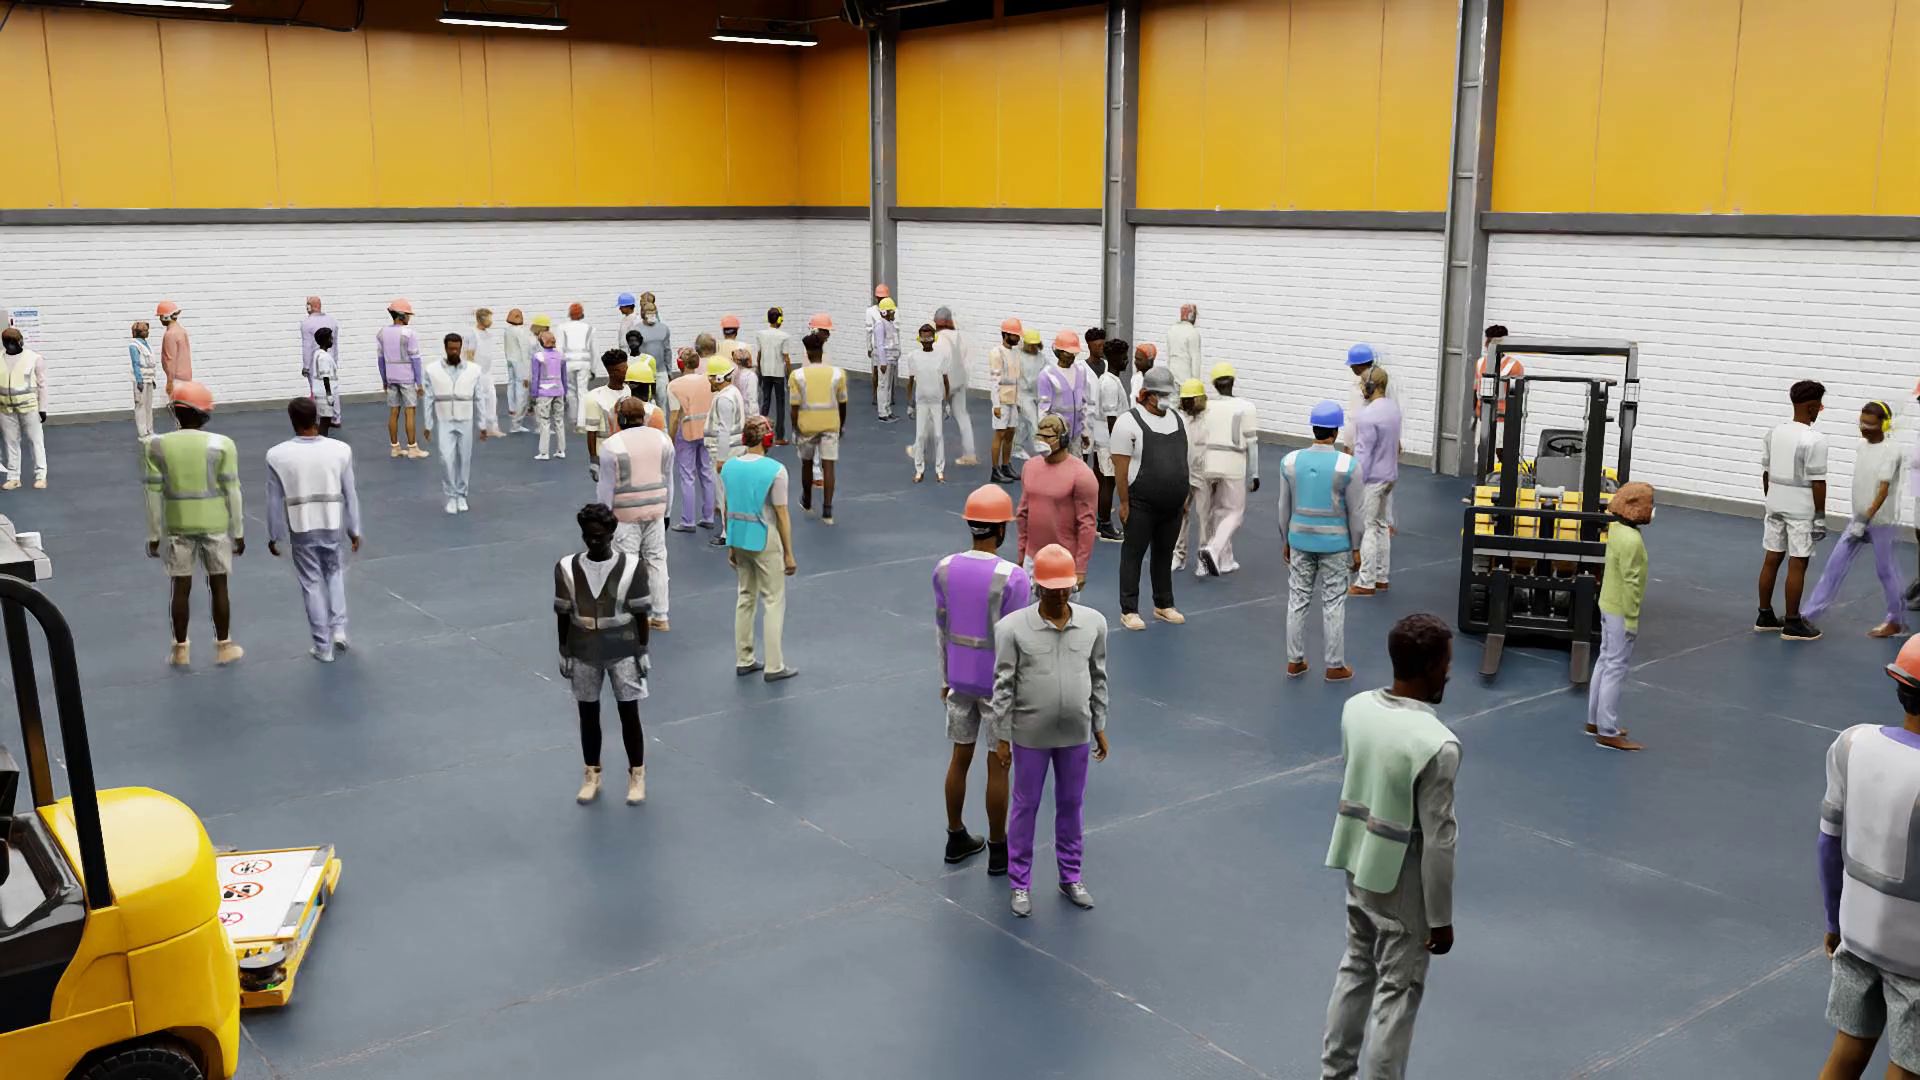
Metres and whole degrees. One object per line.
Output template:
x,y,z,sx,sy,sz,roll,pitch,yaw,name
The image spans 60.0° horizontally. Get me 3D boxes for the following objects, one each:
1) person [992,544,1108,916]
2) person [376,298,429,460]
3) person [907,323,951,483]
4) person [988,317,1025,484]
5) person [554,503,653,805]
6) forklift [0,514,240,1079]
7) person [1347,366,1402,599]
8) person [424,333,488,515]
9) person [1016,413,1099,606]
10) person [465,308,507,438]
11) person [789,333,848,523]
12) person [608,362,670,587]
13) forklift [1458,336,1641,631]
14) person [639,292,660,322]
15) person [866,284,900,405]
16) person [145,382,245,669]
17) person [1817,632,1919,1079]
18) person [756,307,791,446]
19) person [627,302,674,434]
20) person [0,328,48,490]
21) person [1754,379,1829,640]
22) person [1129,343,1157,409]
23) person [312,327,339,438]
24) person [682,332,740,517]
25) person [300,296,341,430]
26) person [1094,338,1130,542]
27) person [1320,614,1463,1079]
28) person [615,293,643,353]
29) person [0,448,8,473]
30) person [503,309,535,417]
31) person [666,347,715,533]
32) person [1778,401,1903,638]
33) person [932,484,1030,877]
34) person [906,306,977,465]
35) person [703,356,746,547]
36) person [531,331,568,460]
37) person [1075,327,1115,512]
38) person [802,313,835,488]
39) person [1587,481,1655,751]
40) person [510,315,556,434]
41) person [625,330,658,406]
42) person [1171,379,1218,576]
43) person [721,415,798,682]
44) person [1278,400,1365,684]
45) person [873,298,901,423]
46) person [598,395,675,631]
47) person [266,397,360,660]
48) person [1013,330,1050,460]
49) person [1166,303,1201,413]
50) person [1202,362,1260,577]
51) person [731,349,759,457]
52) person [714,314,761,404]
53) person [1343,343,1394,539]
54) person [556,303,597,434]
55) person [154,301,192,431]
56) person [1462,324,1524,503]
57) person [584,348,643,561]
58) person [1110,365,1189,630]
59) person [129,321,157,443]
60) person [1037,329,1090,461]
0.431,0.873,7.715,0.574,1.749,0.333,-3,12,-16,person
-7.056,-2.035,21.081,0.612,2.033,0.399,5,13,21,person
-0.362,-1.587,19.357,0.512,1.857,0.325,0,12,-1,person
0.562,-1.625,19.365,0.390,1.925,0.550,7,14,32,person
-1.946,0.619,9.108,0.539,1.686,0.320,0,12,1,person
-3.687,1.115,5.480,2.313,2.155,1.214,-9,15,-36,forklift
3.447,-0.481,13.844,0.367,1.926,0.637,9,14,36,person
-5.279,-1.215,17.444,0.637,1.893,0.700,-5,13,-22,person
0.608,0.134,10.836,0.631,1.940,0.372,11,16,43,person
-6.704,-2.312,22.997,0.896,1.802,0.540,7,13,29,person
-1.466,-1.175,17.196,0.609,1.919,0.932,-2,12,-8,person
-2.734,-0.557,14.241,0.582,1.919,0.397,7,14,31,person
4.683,-0.471,13.136,1.214,2.155,2.313,4,12,20,forklift
-4.792,-2.900,25.716,0.345,1.846,0.507,-1,12,-3,person
-1.226,-3.110,26.543,0.539,1.929,0.387,-2,12,-9,person
-5.414,-0.094,11.766,0.674,2.028,0.402,-2,12,-10,person
2.949,1.254,5.175,0.374,2.042,0.615,-3,12,-13,person
-2.488,-2.177,22.207,0.530,1.854,0.324,5,13,22,person
-4.135,-2.226,22.275,0.639,1.927,0.387,-9,15,-38,person
-10.702,-1.490,18.917,0.627,1.844,0.429,-2,12,-9,person
6.291,-0.231,12.531,0.367,1.967,0.606,-3,12,-15,person
1.871,-1.020,16.568,0.346,1.879,0.579,-7,13,-29,person
-7.991,-1.837,20.970,0.321,1.693,0.539,-6,13,-25,person
-2.579,-1.194,17.295,0.648,1.916,0.444,-8,14,-32,person
-9.165,-2.525,23.764,0.402,1.904,0.652,5,13,23,person
1.476,-0.968,16.092,0.368,1.966,0.602,0,12,-1,person
1.502,1.192,5.818,0.393,1.907,0.586,-4,12,-19,person
-4.742,-2.592,23.998,0.402,1.940,0.602,-8,14,-33,person
-11.720,-1.647,19.910,0.295,1.744,0.492,10,16,41,person
-6.706,-2.681,25.169,0.501,1.633,0.285,11,16,42,person
-2.650,-0.988,16.477,0.390,1.846,0.564,11,16,42,person
6.717,-0.130,12.443,1.022,1.804,0.491,-3,12,-12,person
0.128,0.685,8.206,0.547,1.929,0.386,9,15,36,person
-0.190,-1.957,20.685,0.686,2.000,1.097,-11,16,-43,person
-2.242,-0.844,15.865,0.403,1.817,0.601,0,12,-1,person
-5.186,-1.825,21.053,0.313,1.631,0.525,10,16,41,person
1.402,-1.244,17.425,0.606,1.966,0.367,-7,14,-31,person
-1.613,-1.594,19.059,0.392,1.990,0.612,0,12,-2,person
4.011,0.446,10.068,0.266,1.631,0.507,2,12,9,person
-6.036,-2.321,23.343,0.683,1.680,0.517,-1,12,-4,person
-3.972,-1.725,20.395,0.539,1.700,0.317,1,12,6,person
2.041,-0.550,14.614,0.492,1.742,0.321,8,14,33,person
-1.398,0.063,11.436,0.581,1.832,0.405,8,14,35,person
2.475,0.025,11.384,0.615,1.952,0.401,7,14,32,person
-1.071,-2.657,24.574,0.404,1.833,0.589,2,12,10,person
-2.460,-0.183,12.630,0.625,1.836,0.428,-10,15,-39,person
-4.666,-0.082,11.975,0.613,1.897,0.519,-8,14,-34,person
0.924,-1.791,20.746,0.590,1.675,0.919,-7,14,-31,person
3.026,-2.214,22.260,0.403,1.904,0.651,-6,13,-28,person
2.270,-0.596,14.505,0.634,1.880,0.705,8,14,35,person
-2.412,-1.331,18.666,0.312,1.632,0.514,-7,14,-32,person
-2.753,-1.806,20.338,0.569,1.883,0.993,3,12,13,person
3.967,-0.975,16.304,0.814,1.891,0.639,10,15,40,person
-5.432,-2.435,23.564,0.572,1.810,1.025,-3,12,-15,person
-10.137,-2.095,21.508,0.407,1.981,0.627,-2,12,-8,person
5.739,-1.334,17.860,0.368,1.965,0.609,-7,14,-31,person
-3.086,-0.751,15.041,0.614,1.965,0.361,-11,16,-43,person
1.524,-0.332,12.839,0.679,2.000,0.537,-7,14,-30,person
-11.064,-2.143,22.557,0.313,1.642,0.513,-1,12,-5,person
1.039,-1.063,16.406,0.614,2.031,0.402,-9,15,-38,person
